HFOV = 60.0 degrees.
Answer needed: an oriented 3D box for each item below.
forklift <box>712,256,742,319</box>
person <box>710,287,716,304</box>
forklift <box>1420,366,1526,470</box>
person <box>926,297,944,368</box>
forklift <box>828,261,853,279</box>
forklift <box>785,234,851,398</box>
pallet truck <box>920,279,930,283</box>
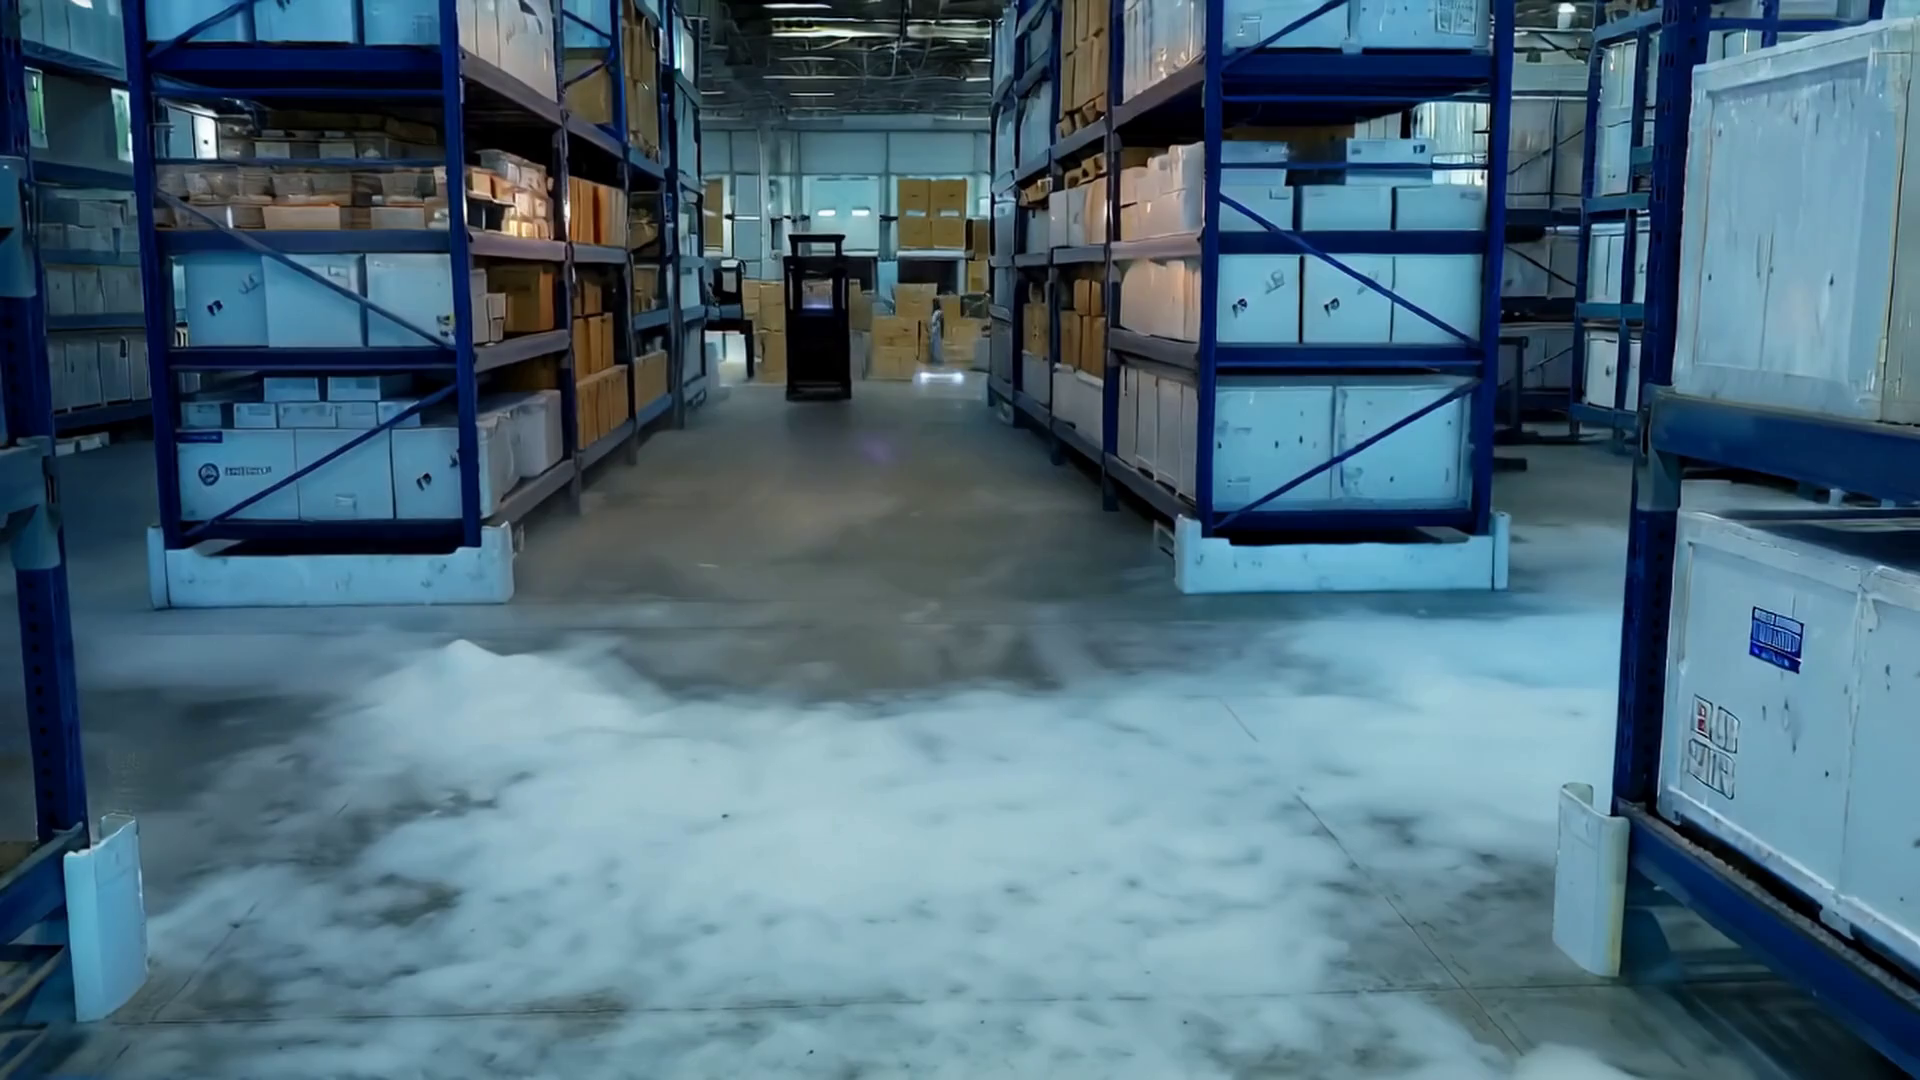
[{"bbox_3d":[-8.481,-8.973,60.670,1.129,2.768,1.873,-1,9,-4],"label":"forklift"},{"bbox_3d":[-9.107,-8.604,62.063,0.540,1.695,0.317,1,9,6],"label":"person"},{"bbox_3d":[5.081,-2.185,18.052,1.873,2.768,1.129,-1,9,-4],"label":"forklift"},{"bbox_3d":[-0.608,-4.747,38.087,0.573,1.620,0.521,-2,9,-14],"label":"person"},{"bbox_3d":[-4.124,-8.499,57.697,1.129,2.768,1.873,0,9,0],"label":"forklift"},{"bbox_3d":[-2.476,-3.918,28.932,1.129,2.768,1.873,-1,9,-4],"label":"forklift"},{"bbox_3d":[-0.932,-8.922,63.114,1.885,1.965,0.823,2,9,13],"label":"pallet truck"}]
